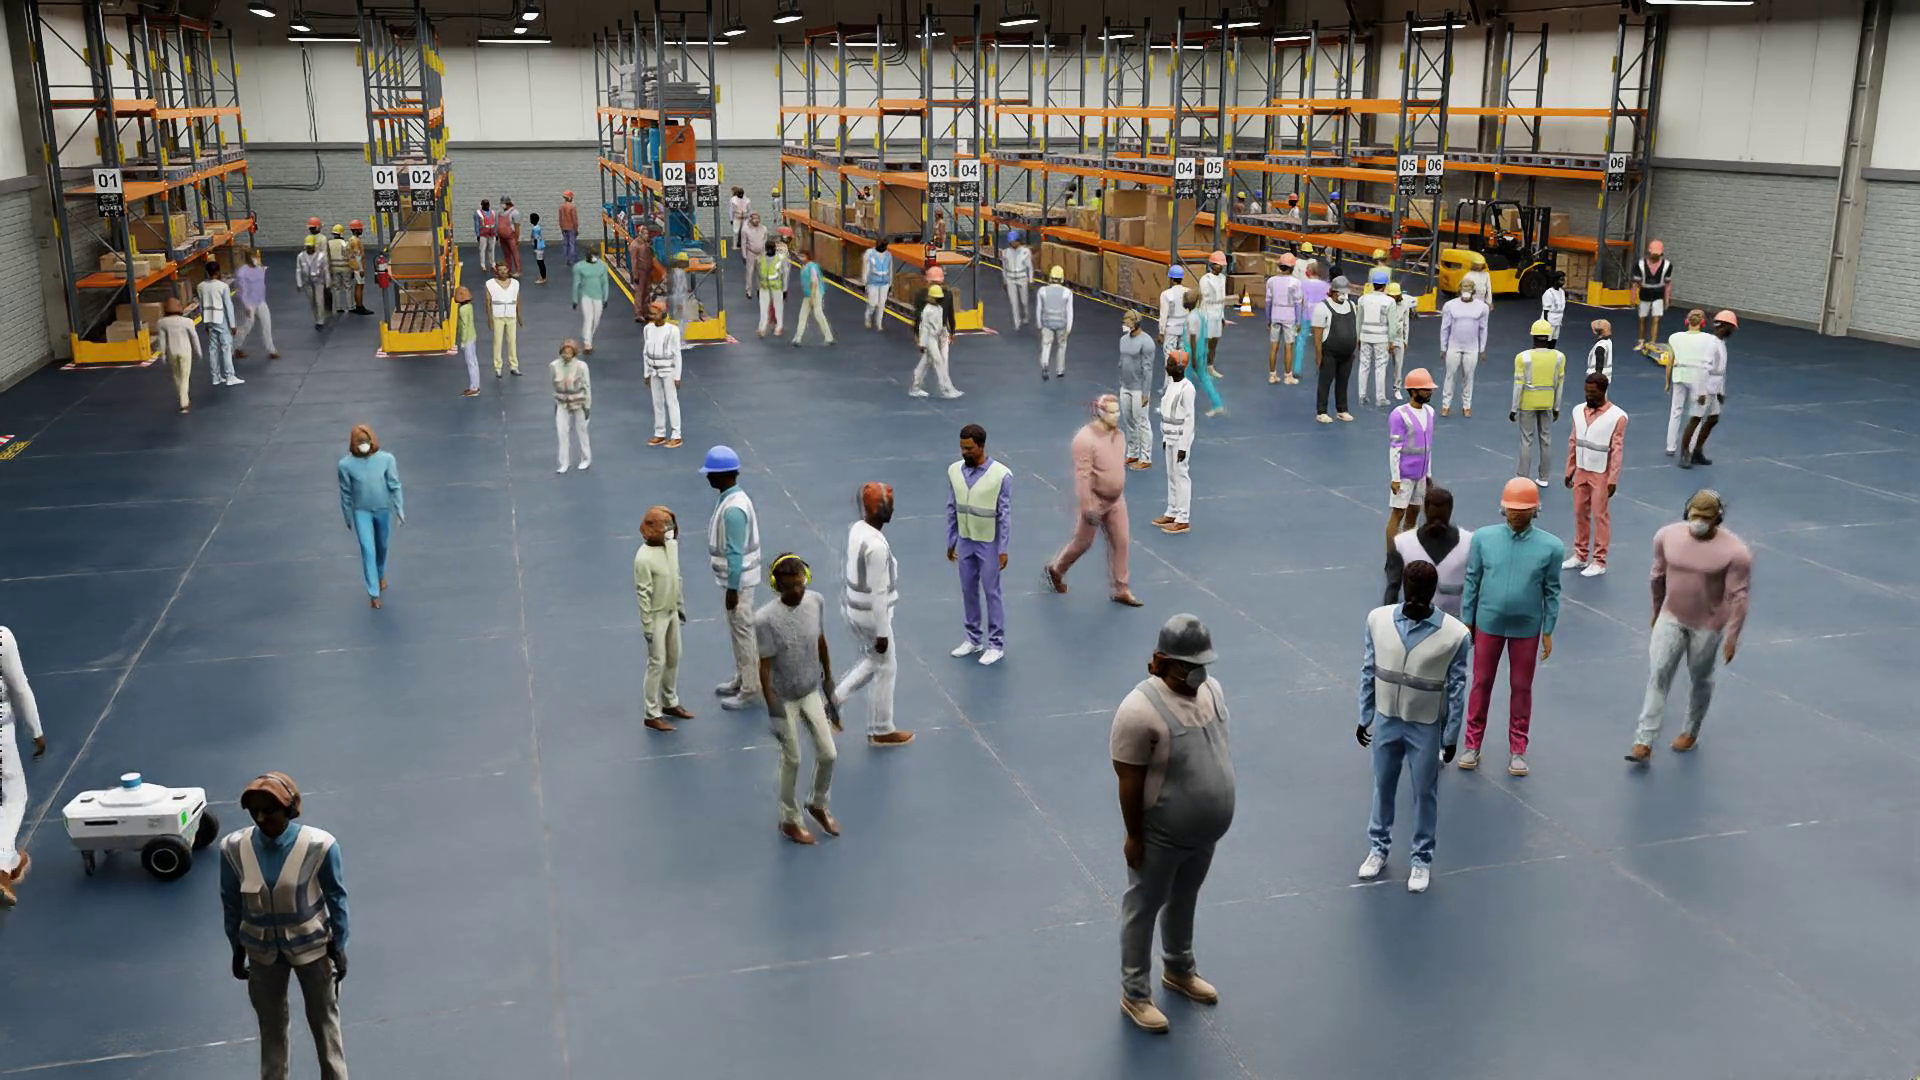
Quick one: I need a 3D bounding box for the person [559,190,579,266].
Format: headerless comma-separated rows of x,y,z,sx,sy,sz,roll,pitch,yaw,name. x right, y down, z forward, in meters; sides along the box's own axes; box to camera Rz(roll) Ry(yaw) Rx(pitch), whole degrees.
-10.358,-8.265,44.126,0.612,1.995,0.392,9,18,31,person

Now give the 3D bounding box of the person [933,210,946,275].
-0.508,-7.523,42.039,0.317,1.630,0.513,-4,16,-16,person

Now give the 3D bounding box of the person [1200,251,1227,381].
4.015,-3.528,26.212,0.386,2.039,0.615,12,19,38,person

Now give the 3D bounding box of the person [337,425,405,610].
-5.225,-0.257,14.760,0.502,1.593,0.839,-8,17,-29,person

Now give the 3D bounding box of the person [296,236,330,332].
-12.399,-4.903,31.855,0.586,1.788,0.932,-1,15,-3,person

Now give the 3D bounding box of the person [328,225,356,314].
-12.759,-5.580,34.335,0.586,1.833,0.403,2,15,8,person

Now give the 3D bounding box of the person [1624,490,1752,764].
4.817,0.594,10.999,0.654,1.881,1.040,12,19,38,person

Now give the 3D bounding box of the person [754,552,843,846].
-0.956,0.944,9.788,0.540,1.838,0.454,-11,18,-35,person

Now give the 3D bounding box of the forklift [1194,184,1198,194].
7.392,-11.333,53.972,1.873,2.768,1.129,-4,15,-15,forklift

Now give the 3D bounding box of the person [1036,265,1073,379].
1.484,-3.397,26.169,0.590,1.817,0.636,3,15,11,person

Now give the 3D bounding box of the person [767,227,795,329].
-3.435,-5.052,32.107,0.556,1.956,0.655,-4,15,-13,person

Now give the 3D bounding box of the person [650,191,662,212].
-8.391,-8.741,46.101,0.428,1.913,0.607,-9,17,-31,person

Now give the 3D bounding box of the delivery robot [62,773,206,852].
-4.771,1.591,9.619,0.707,0.478,0.477,-1,15,-4,delivery robot

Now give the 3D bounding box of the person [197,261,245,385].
-11.516,-3.363,25.828,0.593,1.919,0.388,4,16,16,person

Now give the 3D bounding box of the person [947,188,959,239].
-0.213,-10.322,52.576,0.281,1.625,0.495,9,17,31,person

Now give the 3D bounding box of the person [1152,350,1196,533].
2.215,-1.010,17.042,0.355,1.883,0.574,-3,15,-11,person

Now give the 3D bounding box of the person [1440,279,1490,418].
7.014,-2.673,23.190,0.630,1.938,0.366,4,15,15,person

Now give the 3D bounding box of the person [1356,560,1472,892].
2.535,1.019,9.358,0.587,1.911,0.397,9,17,31,person

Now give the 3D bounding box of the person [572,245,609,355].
-6.509,-4.236,29.165,0.654,1.905,0.809,-10,18,-33,person

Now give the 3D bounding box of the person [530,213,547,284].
-10.143,-7.006,39.977,0.322,1.691,0.533,-1,15,-6,person

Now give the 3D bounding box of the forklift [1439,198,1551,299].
11.913,-6.508,37.130,2.313,2.155,1.214,-4,15,-15,forklift

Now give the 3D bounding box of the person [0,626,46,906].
-5.396,1.117,9.105,0.630,1.857,0.757,-4,15,-14,person

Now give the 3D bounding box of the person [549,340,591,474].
-4.606,-1.569,19.680,0.536,1.597,0.809,2,15,8,person

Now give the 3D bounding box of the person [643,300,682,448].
-3.793,-2.117,21.224,0.579,1.878,0.346,9,17,30,person

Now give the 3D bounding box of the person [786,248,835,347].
-2.680,-4.309,29.631,0.971,1.790,0.600,-9,17,-30,person

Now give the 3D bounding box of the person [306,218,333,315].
-13.173,-5.628,34.228,0.400,1.990,0.616,-13,20,-40,person

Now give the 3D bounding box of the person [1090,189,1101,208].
4.235,-9.959,51.143,0.555,1.664,0.462,13,20,41,person

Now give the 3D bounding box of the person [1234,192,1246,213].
8.002,-9.079,47.650,0.350,1.758,0.522,-6,16,-22,person

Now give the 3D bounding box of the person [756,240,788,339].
-3.514,-4.645,30.881,0.660,1.791,0.952,3,15,11,person

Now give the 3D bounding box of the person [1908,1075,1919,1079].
2.808,2.302,4.862,0.399,1.719,0.549,6,16,23,person

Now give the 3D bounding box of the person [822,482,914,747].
-0.646,0.524,11.293,0.578,1.868,0.593,-5,16,-18,person

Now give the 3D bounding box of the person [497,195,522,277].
-11.293,-7.585,41.479,0.679,2.000,0.535,10,18,32,person

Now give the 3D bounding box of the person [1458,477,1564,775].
3.601,0.559,10.923,0.611,1.995,0.375,5,16,20,person

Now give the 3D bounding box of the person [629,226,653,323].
-6.306,-5.286,33.121,0.401,1.893,0.652,5,16,19,person

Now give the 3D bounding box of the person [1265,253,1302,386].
5.032,-3.422,25.807,0.605,2.045,0.382,12,19,37,person

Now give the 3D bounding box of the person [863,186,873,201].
-2.692,-9.534,49.176,0.502,1.859,0.338,11,19,37,person

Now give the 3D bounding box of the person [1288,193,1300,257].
8.721,-8.119,43.685,0.355,1.939,0.544,0,15,1,person

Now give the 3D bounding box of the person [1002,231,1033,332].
1.109,-4.981,31.936,0.607,1.913,0.685,3,15,11,person

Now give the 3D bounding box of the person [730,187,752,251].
-6.395,-9.380,48.629,0.650,1.837,0.459,-6,16,-20,person

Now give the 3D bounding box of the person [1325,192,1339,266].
9.892,-8.262,44.203,0.386,1.948,0.605,6,16,20,person
